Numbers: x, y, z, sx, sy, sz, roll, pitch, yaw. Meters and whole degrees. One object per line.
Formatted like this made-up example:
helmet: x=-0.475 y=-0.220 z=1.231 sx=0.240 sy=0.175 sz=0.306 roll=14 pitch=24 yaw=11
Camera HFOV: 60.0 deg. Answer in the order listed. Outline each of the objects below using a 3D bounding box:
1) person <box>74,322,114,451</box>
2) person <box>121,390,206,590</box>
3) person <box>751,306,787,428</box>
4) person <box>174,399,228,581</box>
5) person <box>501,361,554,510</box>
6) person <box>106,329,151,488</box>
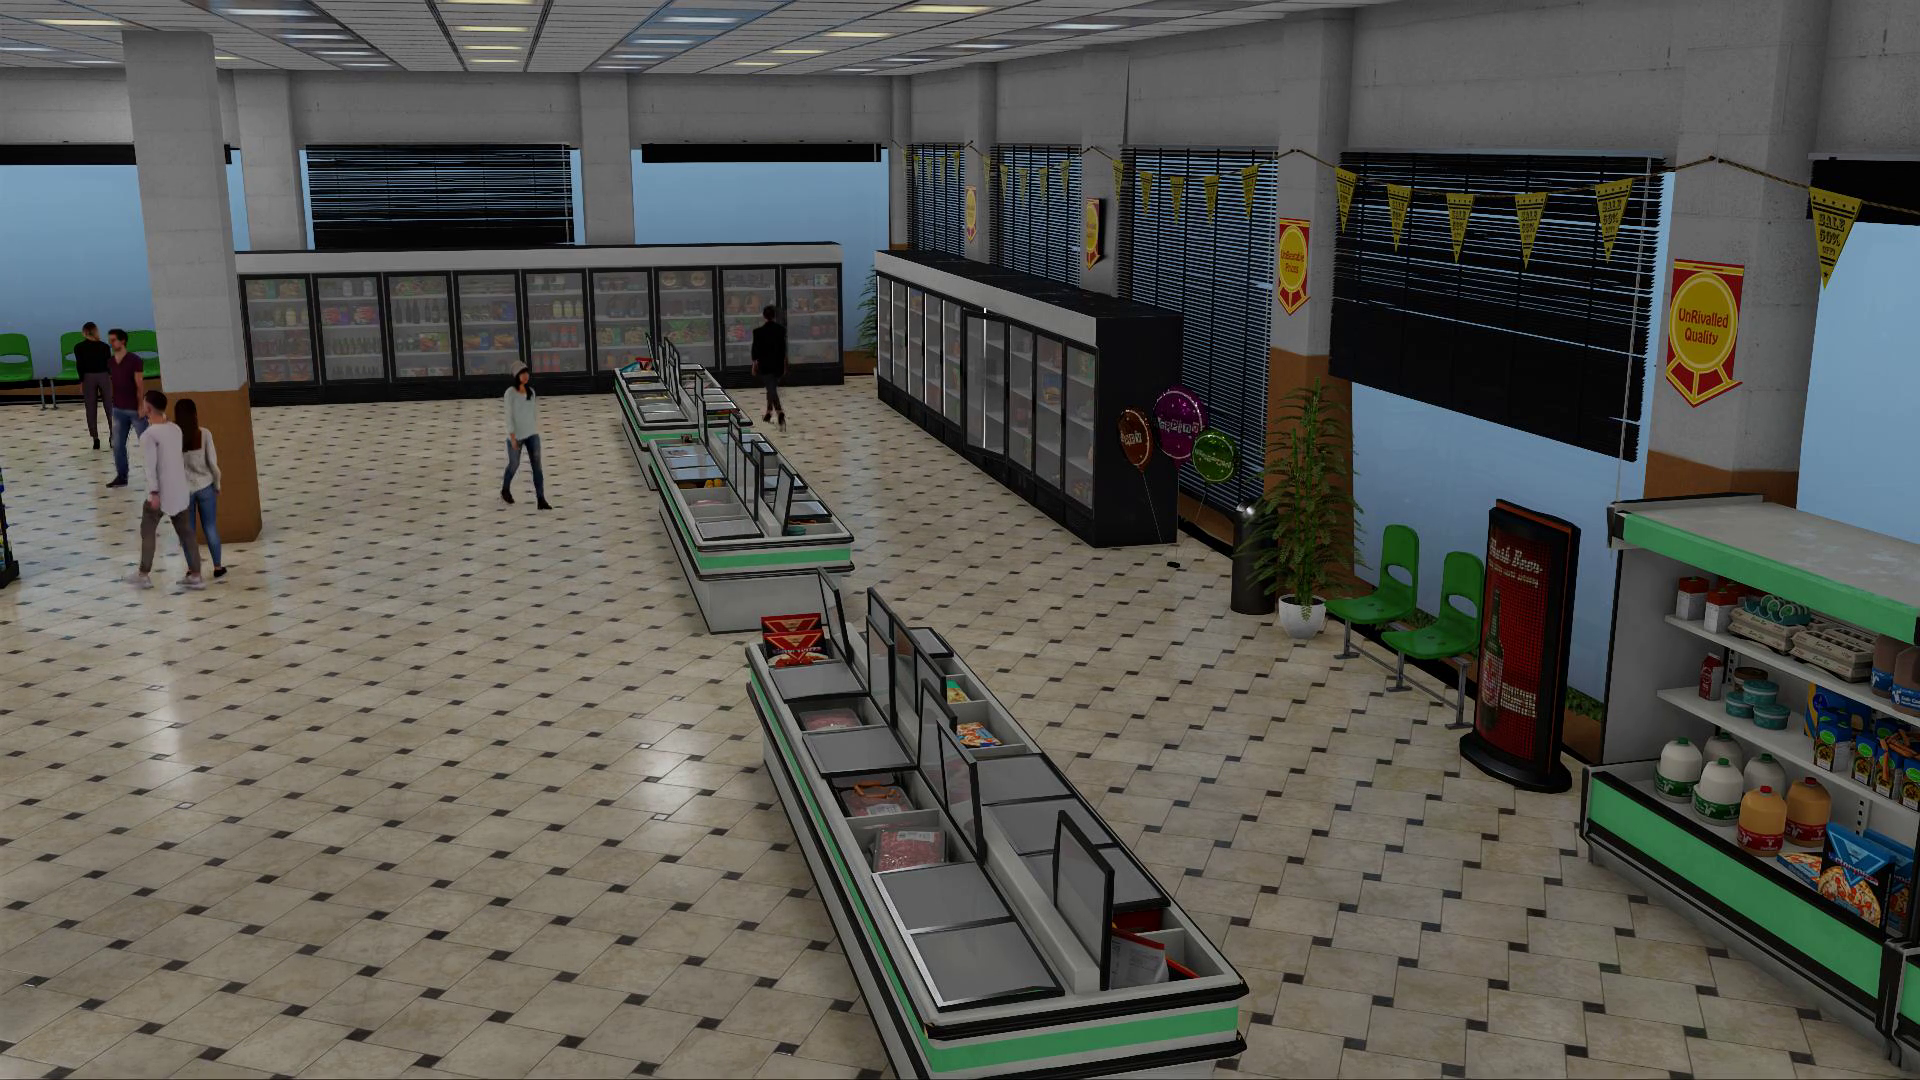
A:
person: x=-11.302 y=-2.024 z=21.789 sx=0.624 sy=1.671 sz=0.568 roll=-6 pitch=15 yaw=-23
person: x=-7.024 y=-0.426 z=14.900 sx=1.010 sy=1.813 sz=1.037 roll=3 pitch=14 yaw=14
person: x=-2.616 y=-2.385 z=23.265 sx=0.822 sy=1.677 sz=1.164 roll=-7 pitch=15 yaw=-27
person: x=-7.054 y=-0.465 z=15.319 sx=0.650 sy=1.691 sz=0.585 roll=-6 pitch=15 yaw=-22
person: x=-4.854 y=-1.134 z=18.247 sx=0.931 sy=1.612 sz=1.172 roll=-13 pitch=19 yaw=-43
person: x=-9.680 y=-1.557 z=19.542 sx=1.011 sy=1.823 sz=1.234 roll=3 pitch=14 yaw=12
